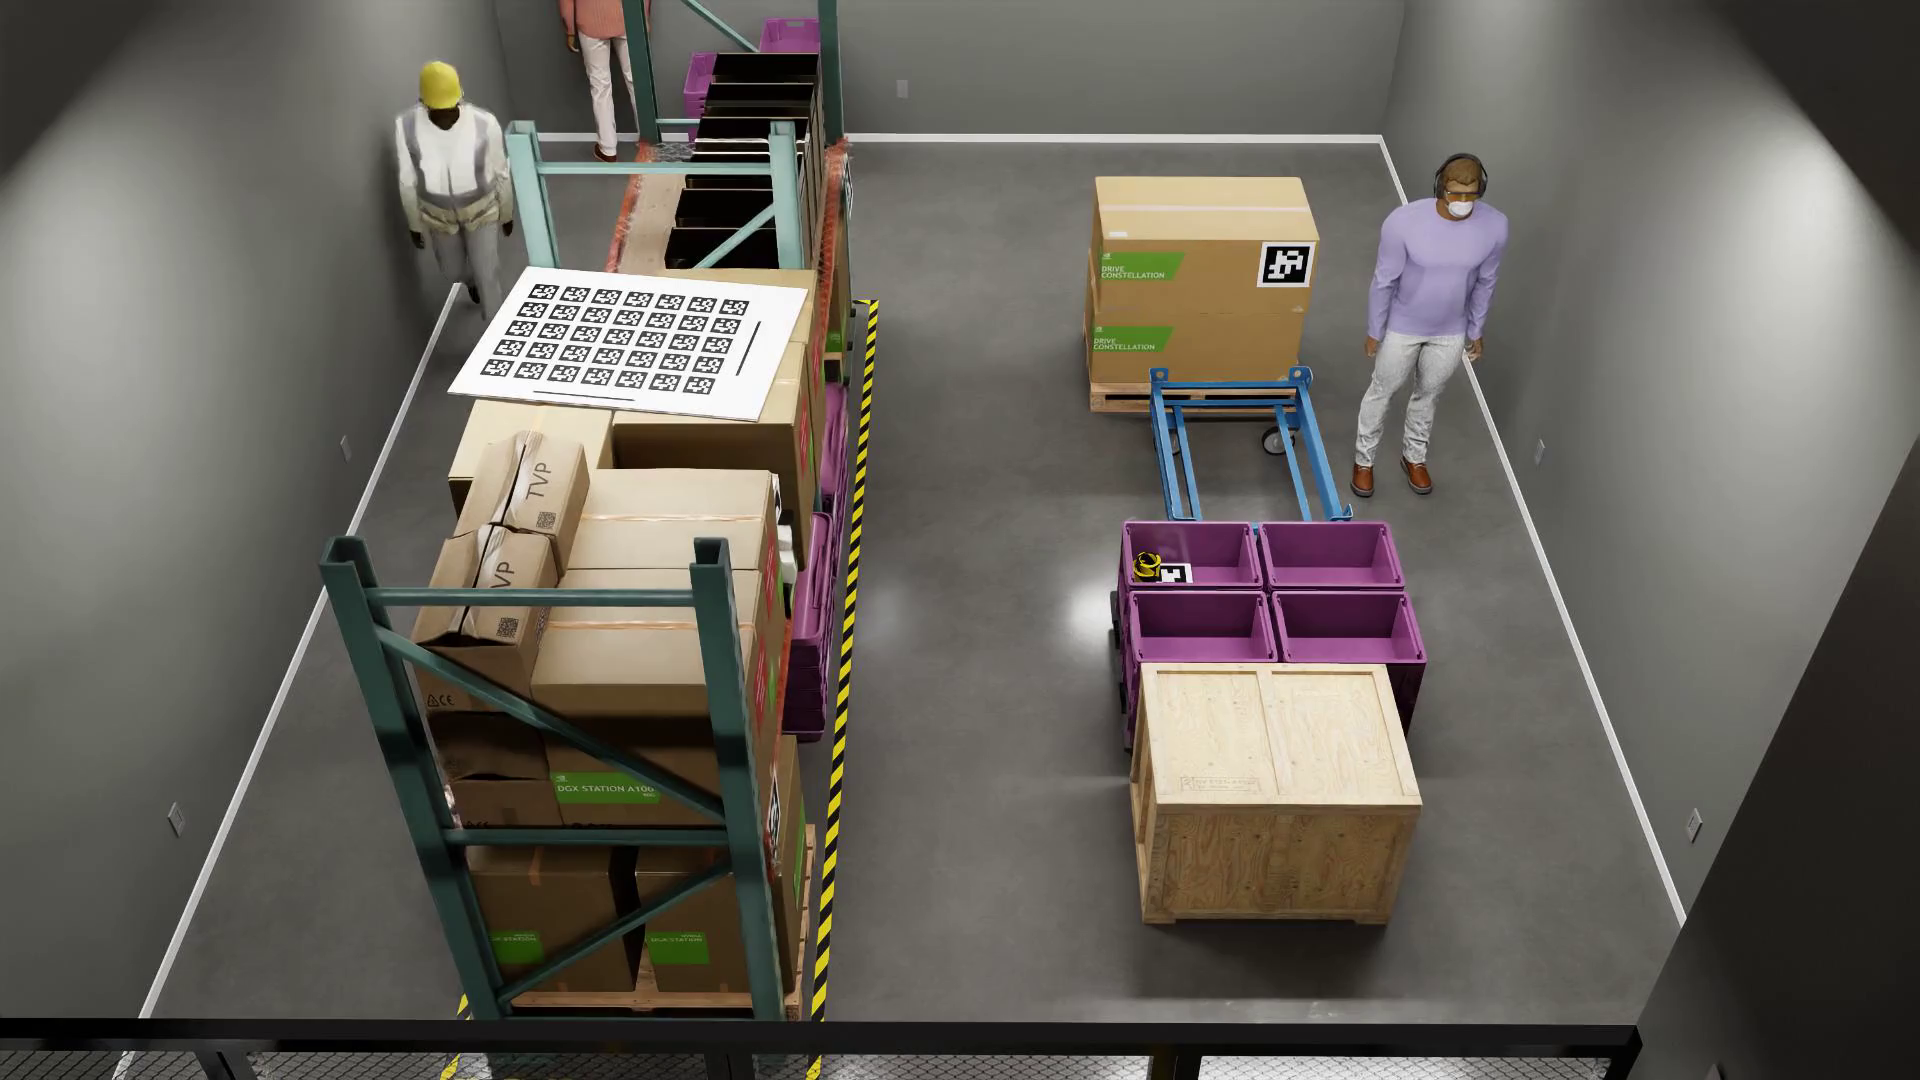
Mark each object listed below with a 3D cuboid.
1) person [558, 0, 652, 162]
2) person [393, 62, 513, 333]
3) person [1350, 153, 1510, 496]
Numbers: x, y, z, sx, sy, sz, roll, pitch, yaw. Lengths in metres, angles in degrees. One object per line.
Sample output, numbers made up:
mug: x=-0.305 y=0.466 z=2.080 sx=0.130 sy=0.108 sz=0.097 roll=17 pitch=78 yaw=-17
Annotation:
person: x=-2.330 y=-3.421 z=10.973 sx=0.611 sy=1.995 sz=0.375 roll=-16 pitch=44 yaw=-18
person: x=-2.815 y=-1.900 z=9.386 sx=0.598 sy=1.805 sz=0.742 roll=-6 pitch=42 yaw=-7
person: x=2.331 y=-1.061 z=8.324 sx=0.627 sy=1.941 sz=0.372 roll=-1 pitch=41 yaw=-1
